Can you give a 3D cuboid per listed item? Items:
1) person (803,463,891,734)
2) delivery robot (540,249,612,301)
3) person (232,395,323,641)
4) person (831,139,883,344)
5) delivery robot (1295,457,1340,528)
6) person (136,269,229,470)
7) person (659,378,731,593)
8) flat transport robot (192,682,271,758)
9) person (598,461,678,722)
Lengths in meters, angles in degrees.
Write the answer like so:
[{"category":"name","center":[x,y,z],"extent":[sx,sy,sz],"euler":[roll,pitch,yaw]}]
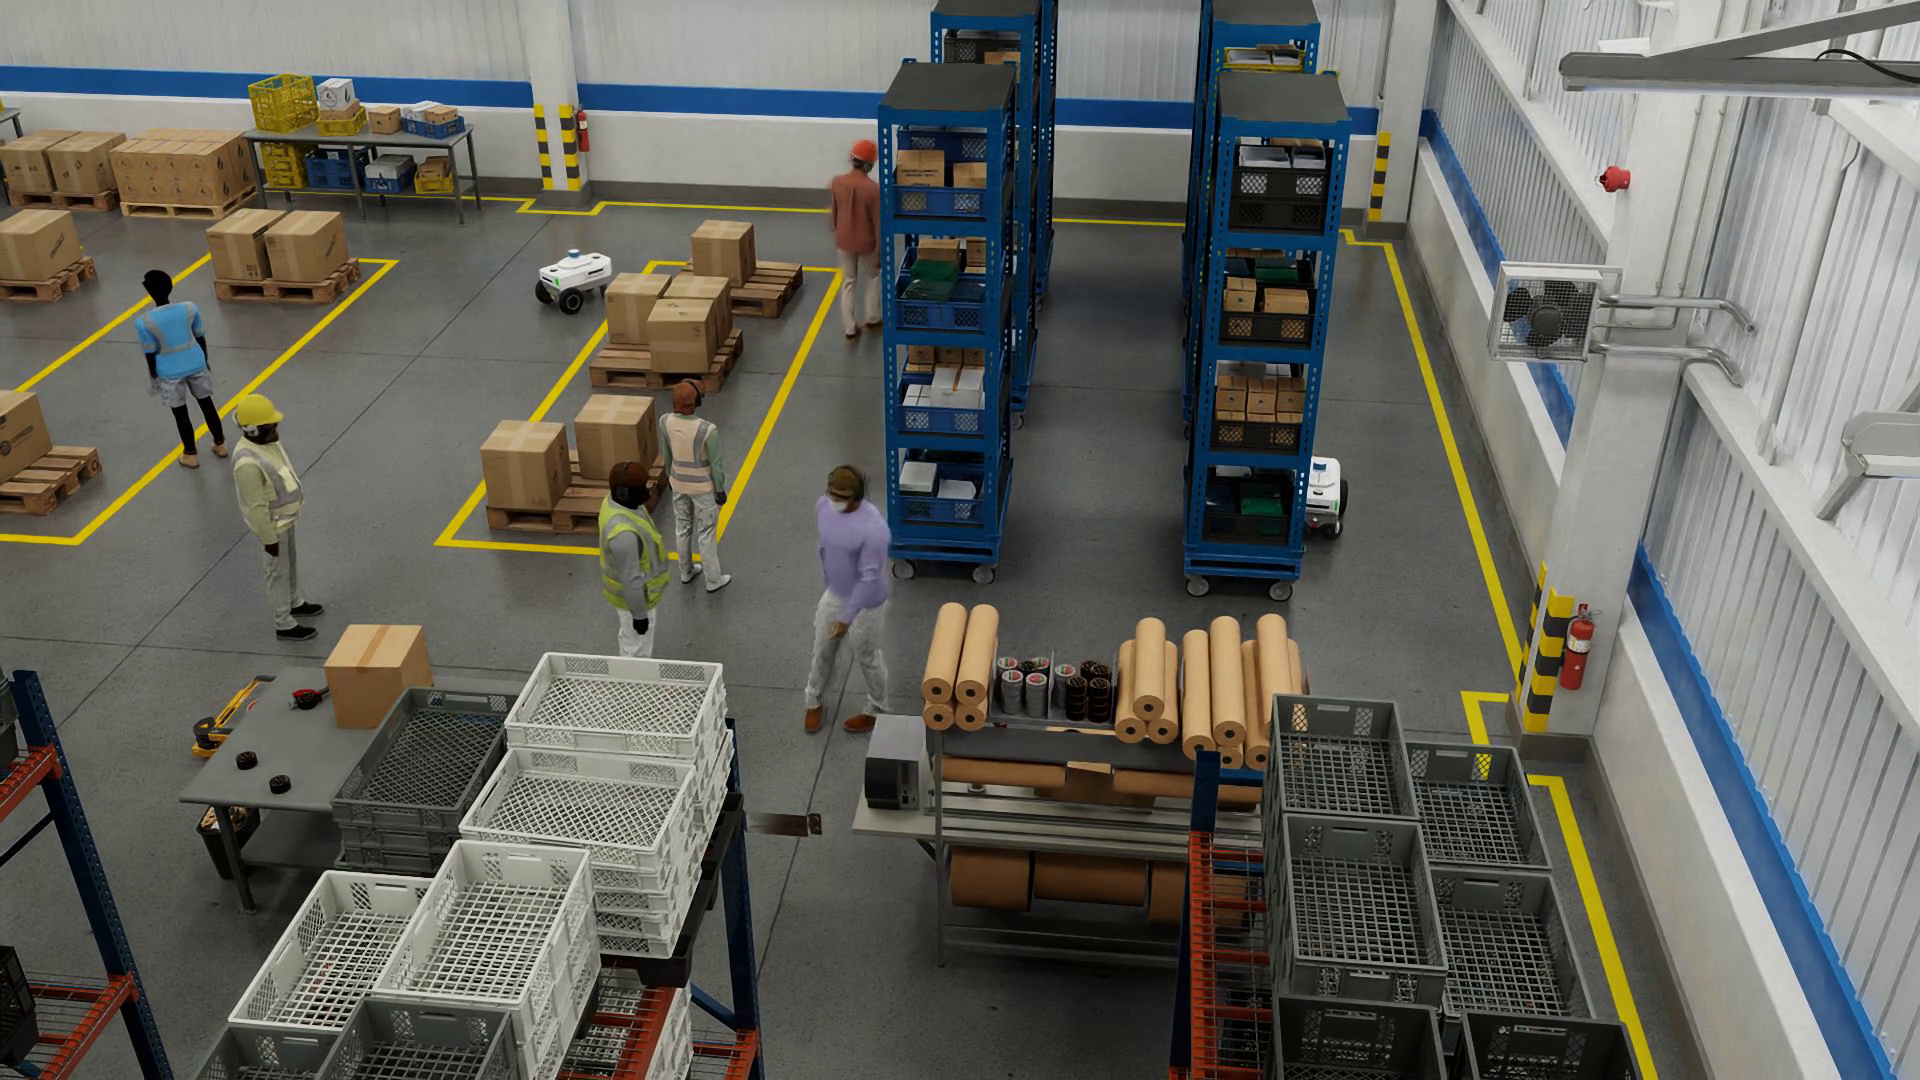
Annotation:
[{"category":"person","center":[-0.723,0.388,10.357],"extent":[0.630,1.916,0.530],"euler":[24,38,35]},{"category":"delivery robot","center":[-3.904,-2.719,16.946],"extent":[0.477,0.478,0.707],"euler":[26,39,37]},{"category":"person","center":[-4.687,-0.160,11.389],"extent":[0.403,1.824,0.582],"euler":[-5,31,-8]},{"category":"person","center":[-0.926,-2.875,15.923],"extent":[0.607,1.956,0.695],"euler":[11,32,17]},{"category":"delivery robot","center":[2.785,-0.400,12.963],"extent":[0.477,0.478,0.707],"euler":[6,31,10]},{"category":"person","center":[-6.397,-1.405,13.652],"extent":[0.317,1.693,0.540],"euler":[24,38,35]},{"category":"person","center":[-1.910,-0.387,11.968],"extent":[0.514,1.634,0.313],"euler":[16,34,25]},{"category":"flat transport robot","center":[-4.089,1.163,10.648],"extent":[1.431,0.197,0.652],"euler":[3,30,6]},{"category":"person","center":[-2.038,0.331,10.531],"extent":[0.430,1.840,0.625],"euler":[-7,31,-11]}]
